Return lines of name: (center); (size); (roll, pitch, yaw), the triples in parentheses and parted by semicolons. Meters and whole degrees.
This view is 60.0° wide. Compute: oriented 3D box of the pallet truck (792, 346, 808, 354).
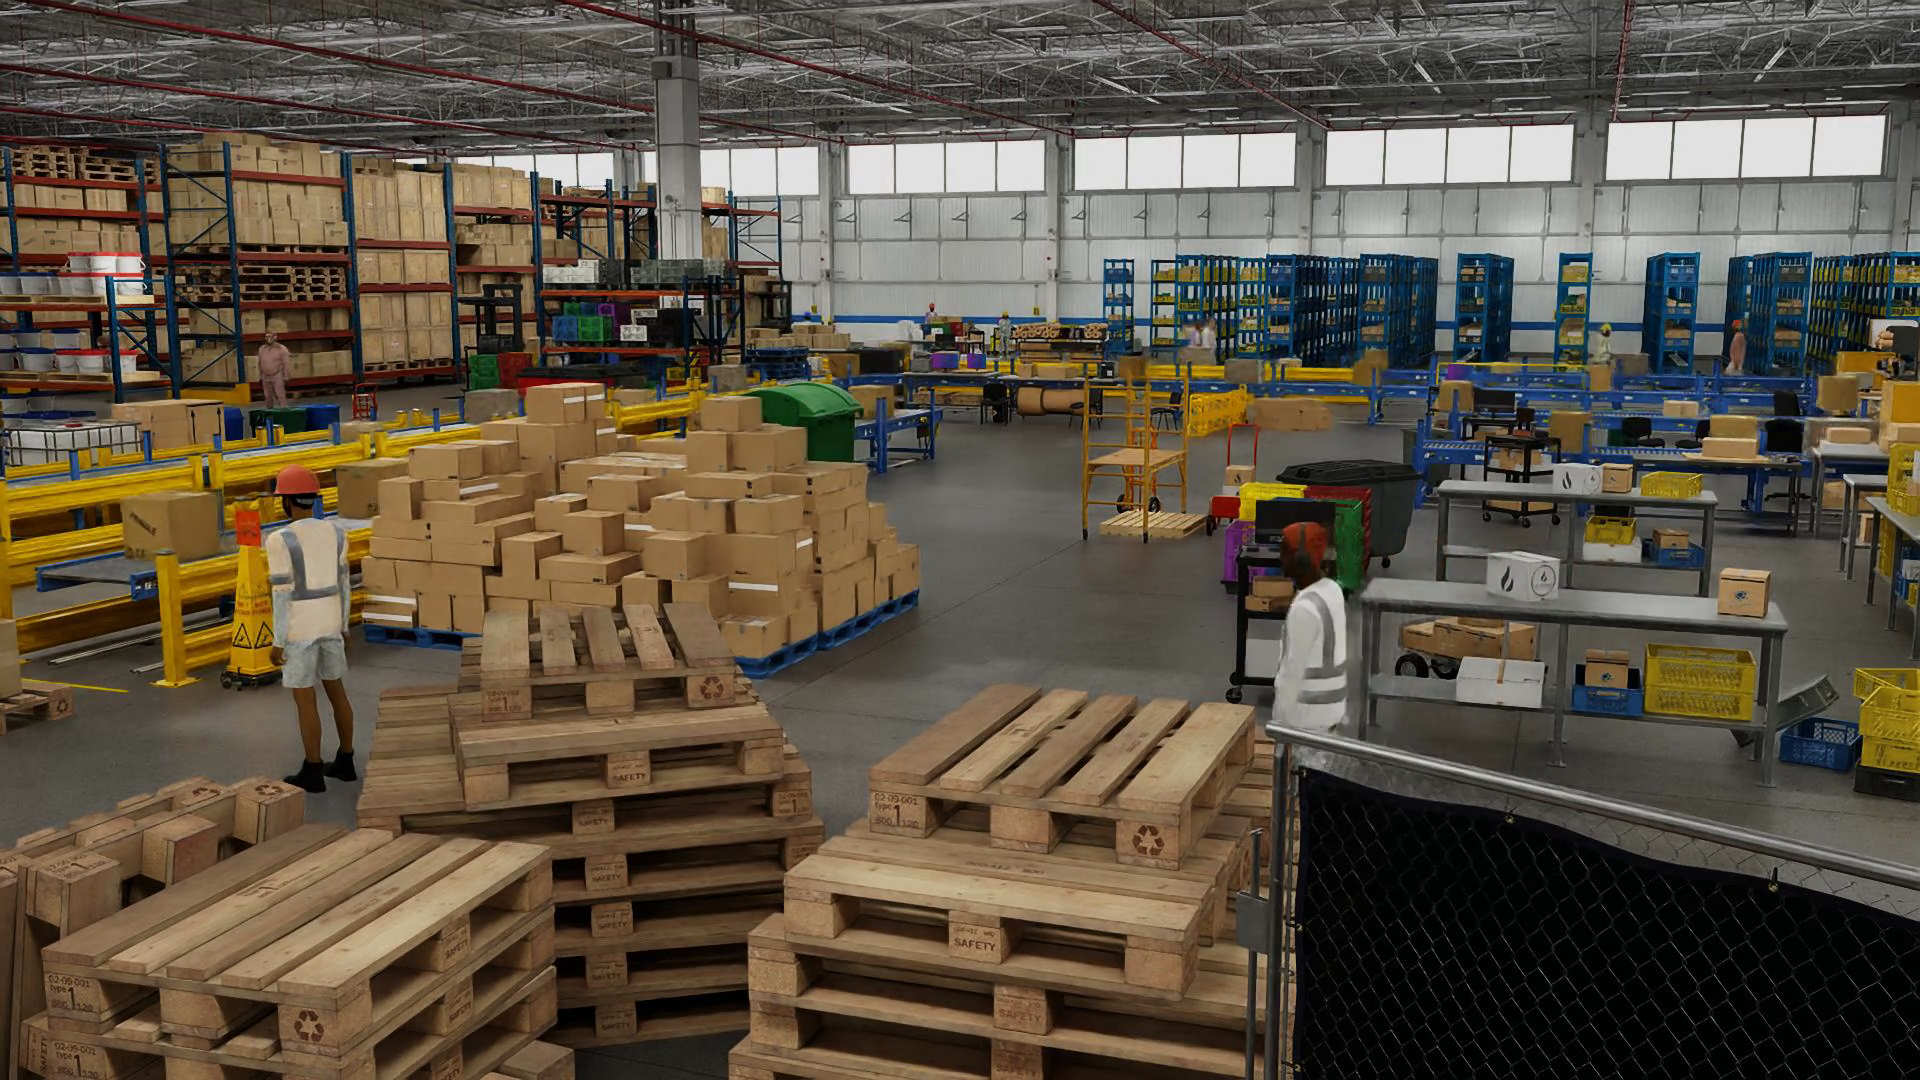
pallet truck: (-3.705, -4.298, 42.022); (0.653, 1.274, 1.630); (3, 10, 20)

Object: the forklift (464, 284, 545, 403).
forklift: (-10.832, -4.702, 39.610); (1.129, 2.768, 1.873); (3, 10, 20)

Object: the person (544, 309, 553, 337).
person: (-14.193, -7.044, 57.479); (0.648, 1.878, 0.846); (2, 9, 12)

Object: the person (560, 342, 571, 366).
person: (-9.885, -4.421, 41.598); (0.677, 1.675, 0.542); (2, 9, 14)

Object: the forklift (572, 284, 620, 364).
forklift: (-10.474, -5.819, 46.628); (1.129, 2.768, 1.873); (3, 10, 20)

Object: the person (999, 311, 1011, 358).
person: (1.651, -7.530, 60.966); (0.485, 1.735, 0.346); (-4, 10, -26)

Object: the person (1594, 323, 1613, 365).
person: (16.336, -4.593, 42.252); (0.423, 1.815, 0.603); (5, 10, 28)

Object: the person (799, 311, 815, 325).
person: (-4.835, -6.229, 52.246); (0.605, 1.920, 0.838); (3, 10, 20)

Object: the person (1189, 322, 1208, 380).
person: (6.328, -4.905, 44.317); (0.999, 1.776, 0.562); (2, 9, 12)

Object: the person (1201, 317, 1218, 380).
person: (6.770, -5.097, 45.207); (0.484, 1.889, 0.662); (4, 10, 22)

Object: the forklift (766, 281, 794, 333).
forklift: (-6.438, -7.869, 59.499); (1.129, 2.768, 1.873); (3, 10, 20)

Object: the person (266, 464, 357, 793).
person: (-3.848, 0.515, 9.805); (0.374, 1.935, 0.552); (5, 10, 28)

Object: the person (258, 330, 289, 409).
person: (-14.050, -3.325, 34.011); (0.638, 1.909, 0.408); (1, 9, 4)

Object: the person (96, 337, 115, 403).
person: (-20.188, -4.016, 39.335); (0.505, 1.581, 0.752); (3, 9, 17)

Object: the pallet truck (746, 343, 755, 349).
pallet truck: (-6.183, -4.618, 44.264); (1.601, 1.201, 0.680); (-9, 12, -43)

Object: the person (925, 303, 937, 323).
person: (-1.121, -8.402, 65.791); (0.542, 1.939, 0.362); (-5, 11, -31)

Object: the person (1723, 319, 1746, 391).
person: (18.545, -4.296, 39.879); (0.566, 1.976, 0.660); (6, 11, 33)

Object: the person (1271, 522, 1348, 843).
person: (1.617, 0.836, 7.991); (0.460, 1.870, 0.616); (4, 10, 24)
